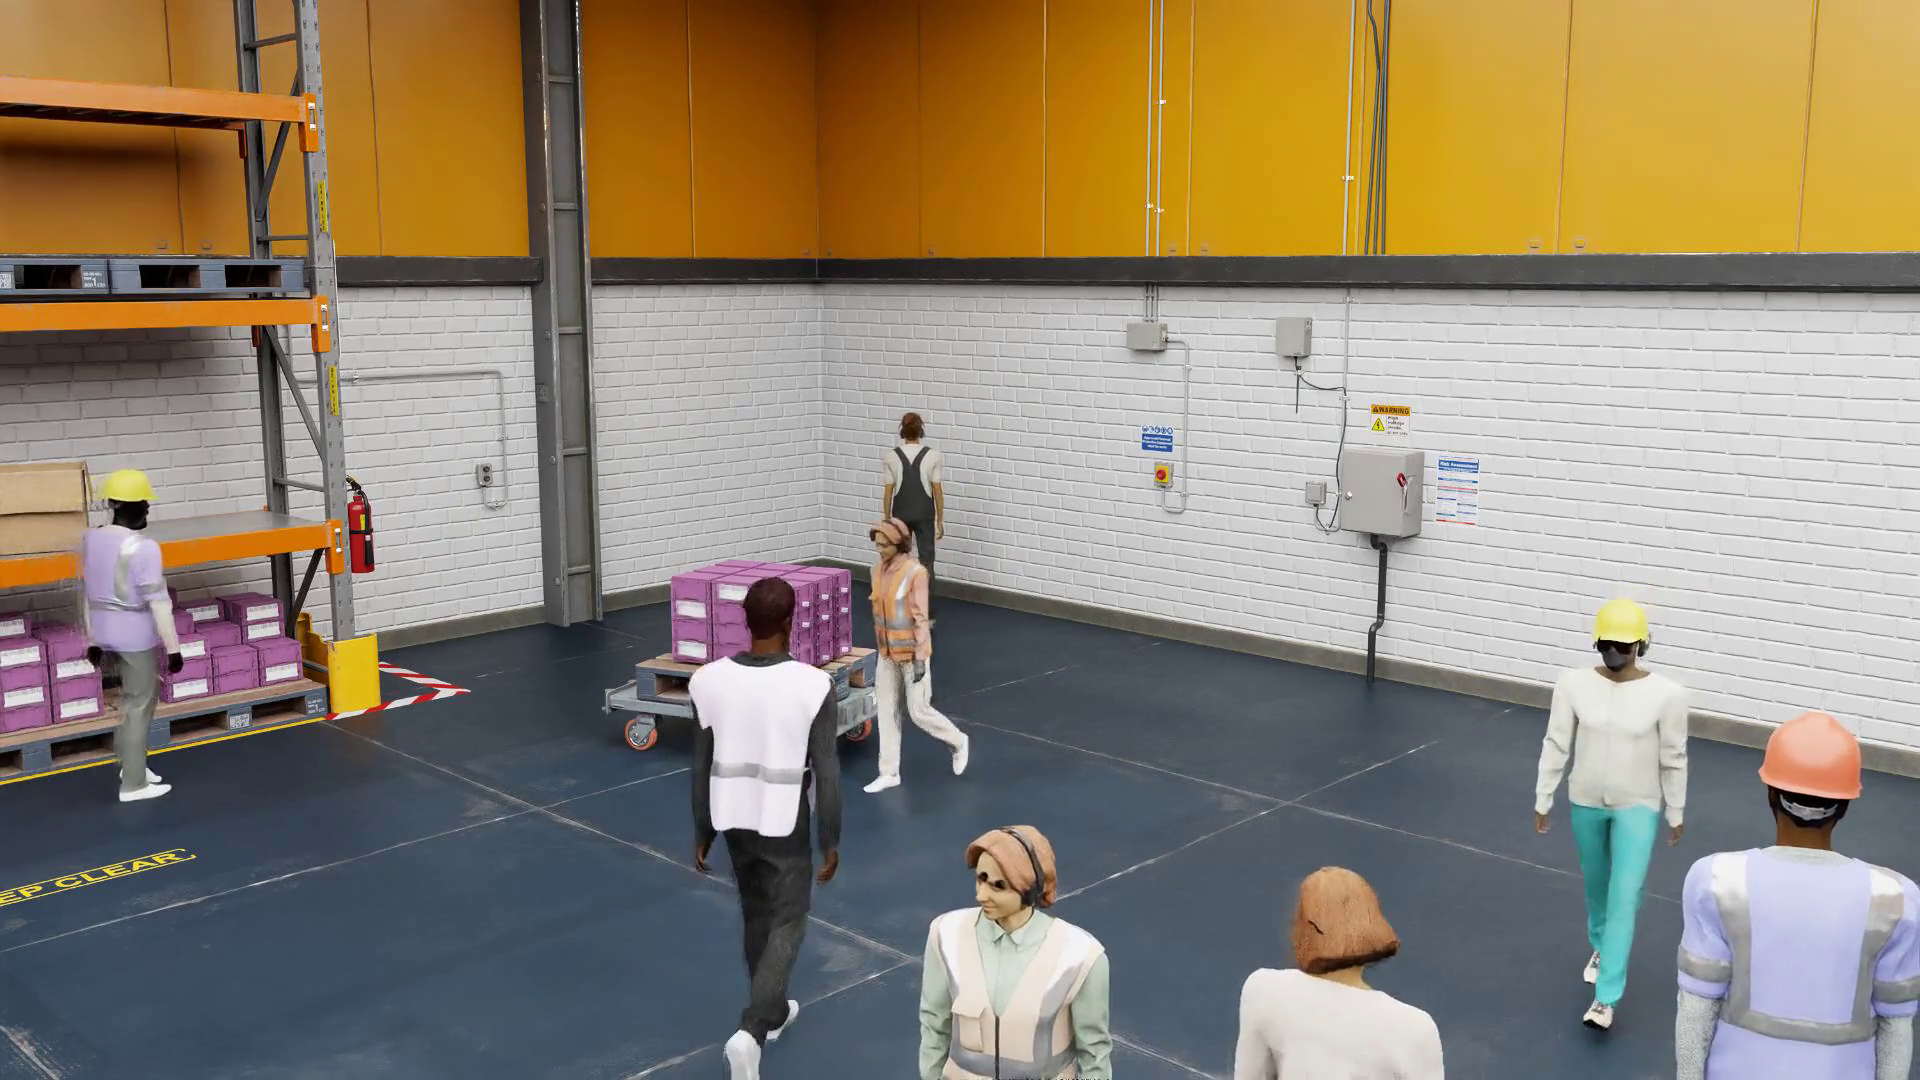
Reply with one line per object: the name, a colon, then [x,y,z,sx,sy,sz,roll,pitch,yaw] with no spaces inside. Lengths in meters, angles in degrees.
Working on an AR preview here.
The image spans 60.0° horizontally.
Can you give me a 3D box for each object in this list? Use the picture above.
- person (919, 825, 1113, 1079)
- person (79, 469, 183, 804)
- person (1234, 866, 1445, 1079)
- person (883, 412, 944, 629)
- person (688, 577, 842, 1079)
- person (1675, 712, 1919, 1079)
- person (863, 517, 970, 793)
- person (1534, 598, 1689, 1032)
person: [0.140,1.523,4.325,0.515,1.636,0.315,4,10,21]
person: [-4.685,0.542,9.501,0.607,1.905,0.514,5,11,29]
person: [0.976,1.578,4.109,0.561,1.584,0.853,7,12,38]
person: [-0.388,-0.159,14.029,0.506,1.838,0.332,1,9,4]
person: [-0.746,1.087,6.262,0.593,1.887,0.832,2,10,15]
person: [2.089,1.389,4.222,0.547,1.938,0.379,3,10,19]
person: [-0.263,0.652,9.695,0.633,1.617,0.536,-8,12,-41]
person: [2.636,1.083,6.780,0.552,1.716,0.920,6,11,34]
